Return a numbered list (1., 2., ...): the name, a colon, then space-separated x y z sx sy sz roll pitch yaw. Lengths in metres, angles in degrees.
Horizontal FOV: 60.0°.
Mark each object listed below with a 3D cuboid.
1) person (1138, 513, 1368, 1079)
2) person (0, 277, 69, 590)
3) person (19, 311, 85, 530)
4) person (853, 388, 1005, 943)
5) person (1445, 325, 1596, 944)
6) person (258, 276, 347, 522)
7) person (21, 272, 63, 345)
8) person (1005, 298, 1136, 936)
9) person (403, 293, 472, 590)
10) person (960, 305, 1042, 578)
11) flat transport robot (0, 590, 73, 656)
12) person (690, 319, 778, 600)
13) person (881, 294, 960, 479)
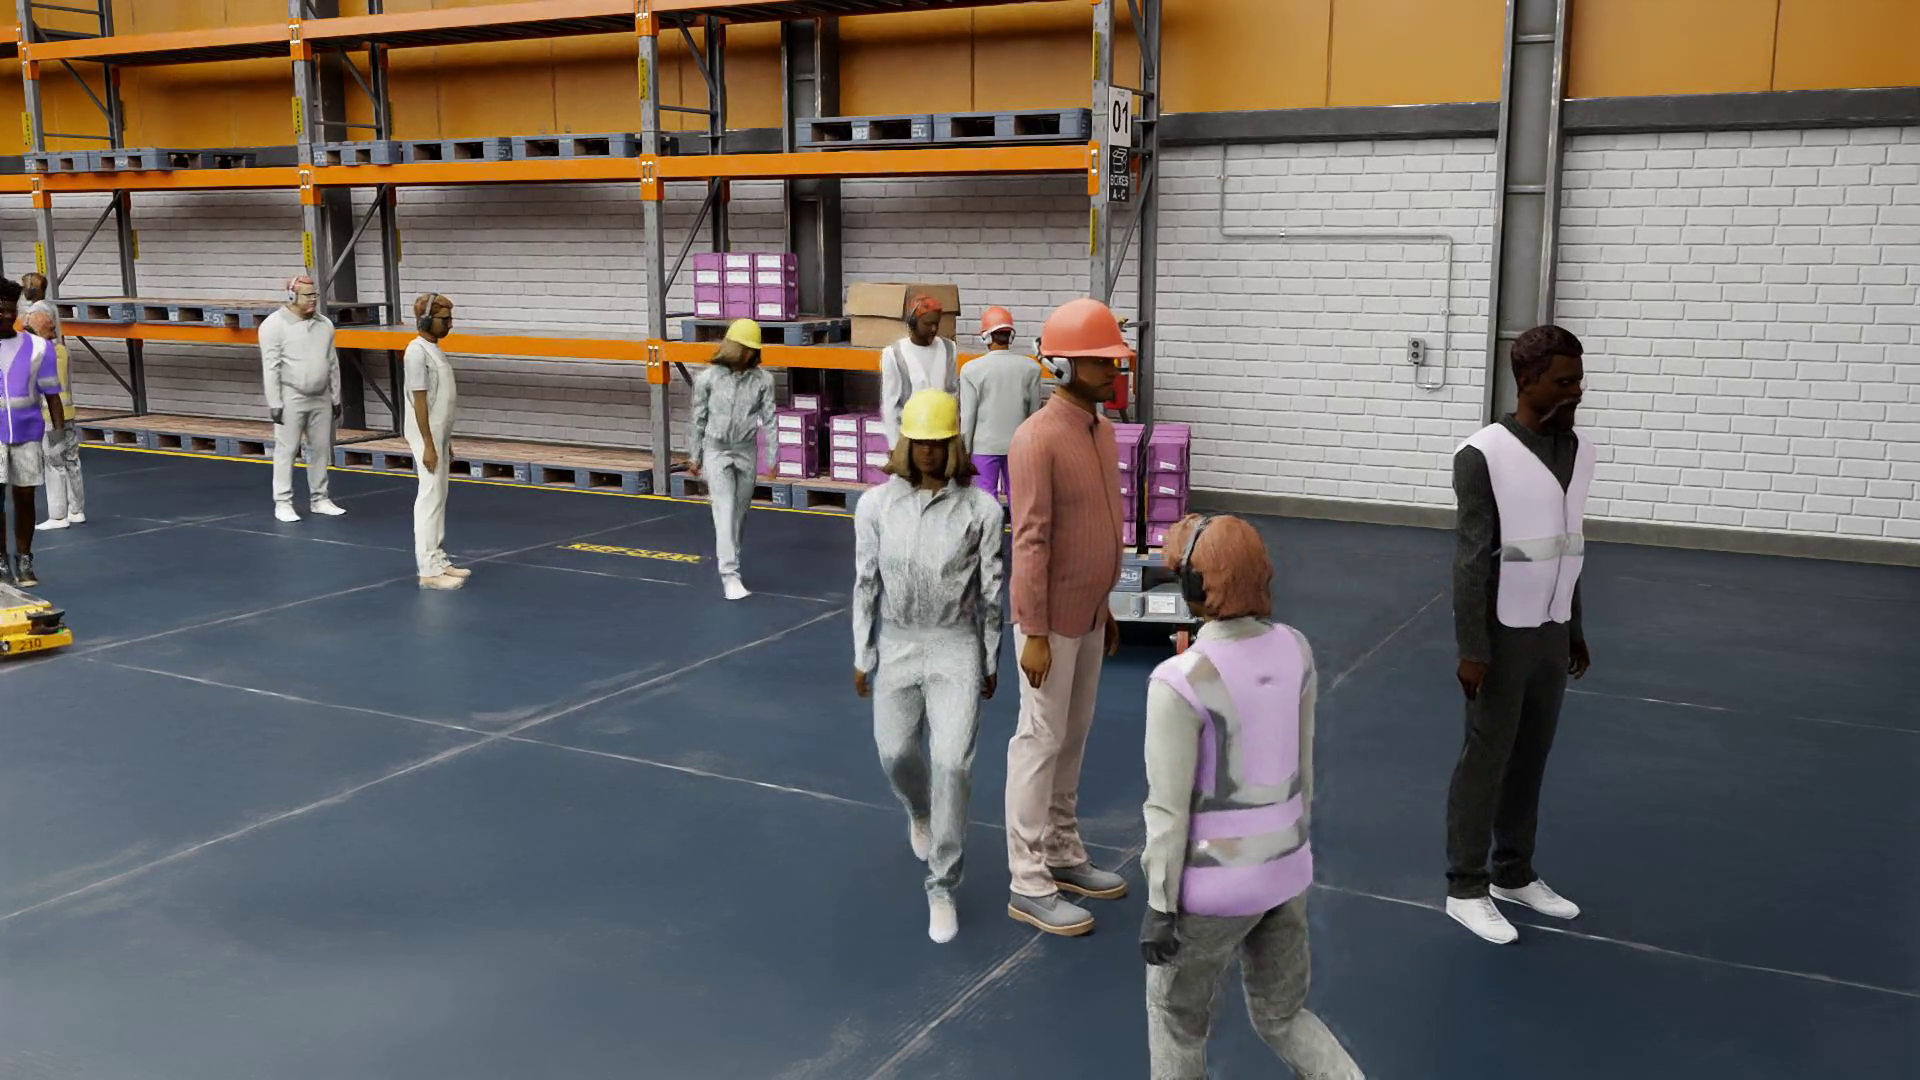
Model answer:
1. person: 0.659 0.747 3.548 0.523 1.608 0.740 -10 14 -43
2. person: -5.831 -0.642 10.231 0.622 1.942 0.608 -8 13 -39
3. person: -6.815 -0.893 12.472 0.312 1.638 0.512 1 10 4
4. person: -0.093 0.352 5.428 0.488 1.722 0.763 1 10 7
5. person: 1.763 0.285 5.249 0.596 1.916 0.380 -7 13 -36
6. person: -5.067 -1.091 12.883 0.407 1.895 0.661 7 12 33
7. person: -8.932 -1.686 16.251 0.327 1.843 0.515 -1 10 -5
8. person: 0.359 0.233 5.319 0.394 1.994 0.612 5 12 27
9. person: -3.284 -0.615 10.386 0.337 1.841 0.531 -1 10 -7
10. person: 0.250 -0.616 10.632 0.562 1.752 0.323 -4 11 -21
11. flat transport robot: -5.432 0.419 9.029 1.431 0.197 0.652 10 14 42
12. person: -1.359 -0.487 10.075 0.506 1.694 0.846 -5 11 -25
13. person: -0.237 -0.701 10.948 0.623 1.819 0.992 -5 12 -27
